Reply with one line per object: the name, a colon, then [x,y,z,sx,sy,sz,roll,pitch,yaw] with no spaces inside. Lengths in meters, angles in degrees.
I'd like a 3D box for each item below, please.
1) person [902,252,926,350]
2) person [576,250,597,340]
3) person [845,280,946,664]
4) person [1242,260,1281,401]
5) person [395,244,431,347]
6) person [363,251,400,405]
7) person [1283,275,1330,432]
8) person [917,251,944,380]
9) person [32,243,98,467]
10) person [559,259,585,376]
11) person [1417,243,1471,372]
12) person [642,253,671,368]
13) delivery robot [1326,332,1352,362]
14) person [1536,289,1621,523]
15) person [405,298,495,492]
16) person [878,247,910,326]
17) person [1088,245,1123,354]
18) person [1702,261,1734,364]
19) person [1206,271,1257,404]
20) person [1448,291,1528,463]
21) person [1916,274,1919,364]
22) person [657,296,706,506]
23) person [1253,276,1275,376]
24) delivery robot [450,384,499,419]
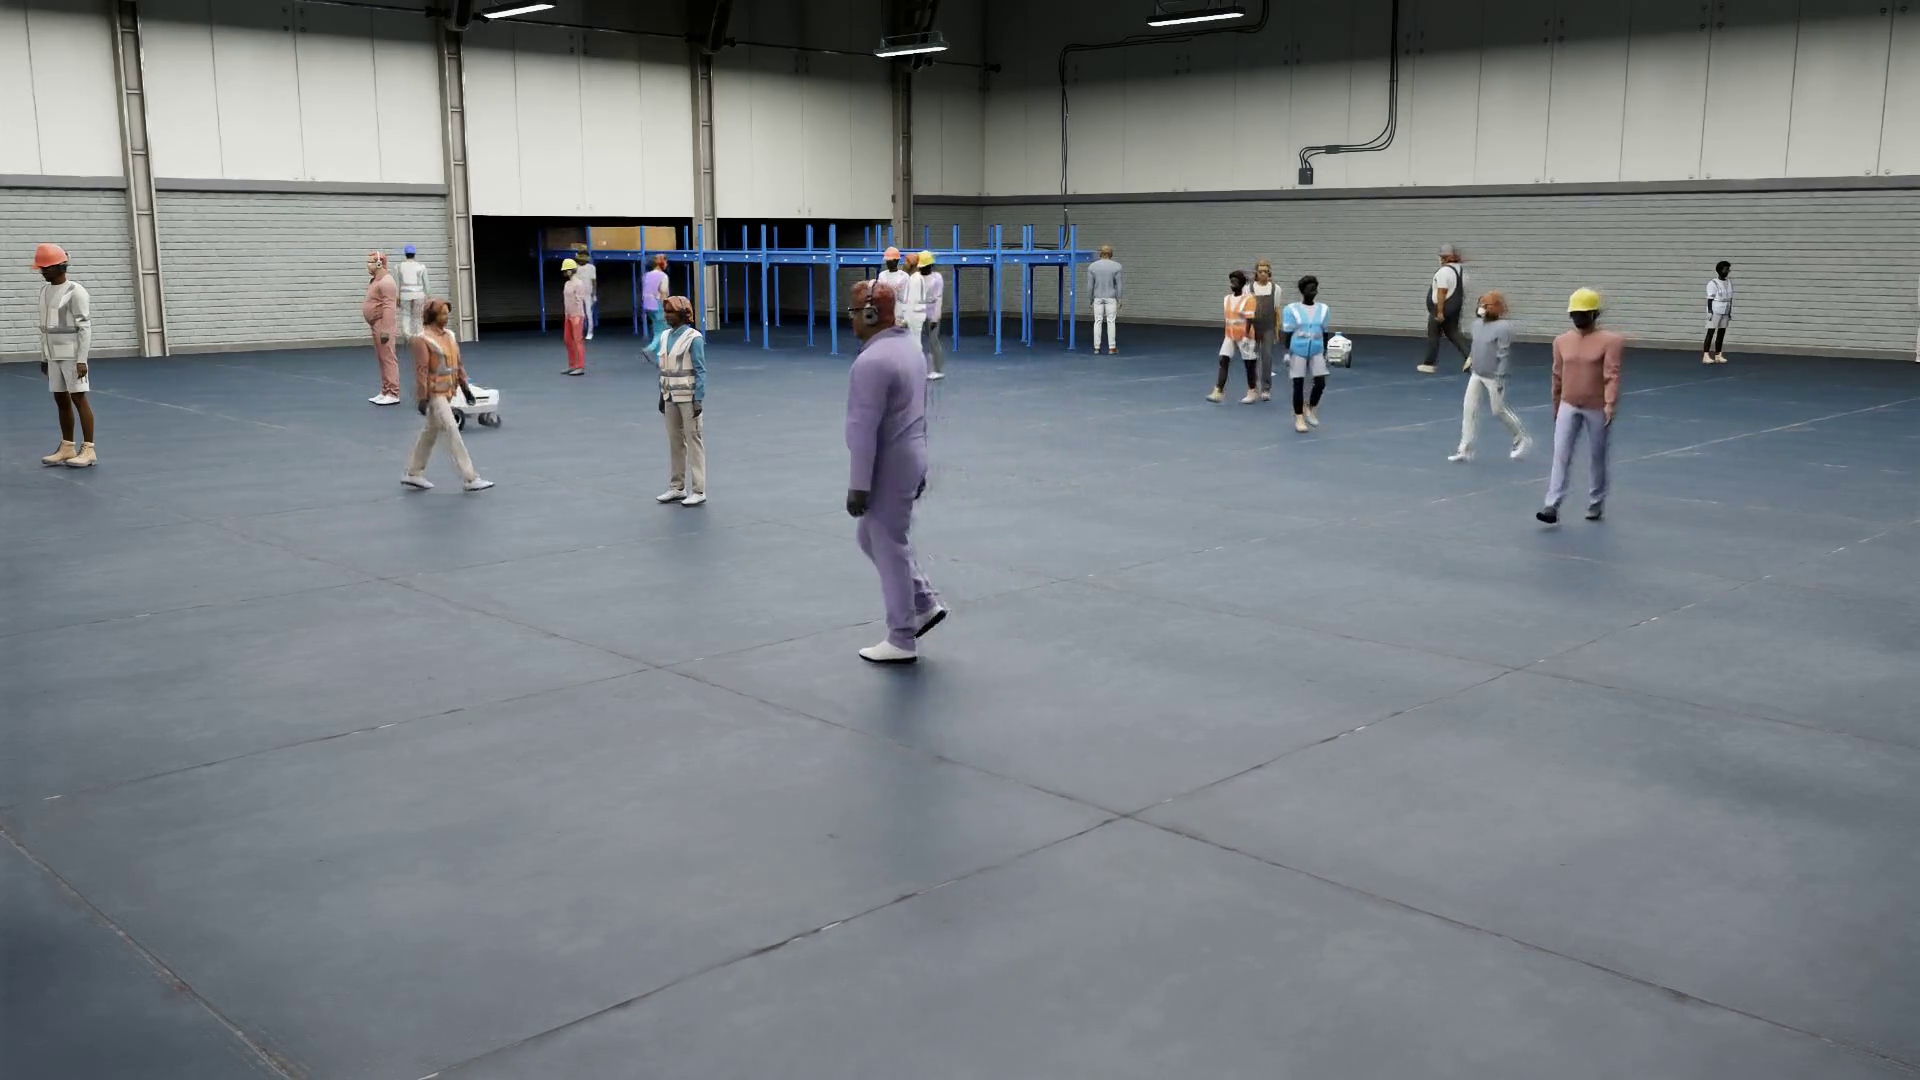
person: [-0.717,-3.128,23.540,0.479,1.871,0.592,0,10,-2]
person: [-7.621,-4.946,33.630,0.556,1.815,0.995,0,10,-2]
person: [-0.373,-0.334,8.263,0.434,1.891,0.662,2,11,13]
person: [3.880,-2.720,21.562,0.527,1.796,0.979,1,10,5]
person: [-10.313,-4.598,31.370,0.630,1.942,0.415,-1,10,-5]
person: [-7.288,-2.666,20.933,0.410,1.909,0.642,-6,12,-29]
person: [3.743,-2.014,17.980,0.539,1.686,0.360,-1,10,-6]
person: [-0.541,-3.267,24.296,0.844,1.867,0.669,-10,14,-43]
person: [-8.233,-1.689,15.256,0.604,2.034,0.386,5,12,26]
person: [-5.905,-3.396,25.338,0.329,1.760,0.529,-8,13,-37]
person: [7.582,-3.588,25.712,0.686,2.000,0.888,-9,14,-41]
person: [-4.871,-3.669,26.632,0.536,1.822,0.562,-10,14,-43]
delivery robot: [6.151,-3.138,27.055,0.477,0.478,0.707,4,11,22]
person: [4.572,-0.976,12.224,0.537,1.717,0.902,8,13,39]
person: [-4.298,-1.199,13.779,0.860,1.596,0.523,2,11,9]
person: [-0.989,-3.302,24.335,0.550,1.943,0.391,5,12,27]
person: [2.604,-4.306,29.791,0.635,1.936,0.354,3,11,16]
person: [12.579,-3.774,27.568,0.530,1.689,0.321,-5,11,-24]
person: [3.434,-2.526,20.830,0.843,1.659,0.551,-9,14,-42]
person: [5.016,-1.539,15.634,0.777,1.608,0.509,-5,11,-25]
person: [16.047,-3.842,27.344,0.401,1.910,0.641,-1,10,-7]
person: [-2.196,-1.100,13.122,0.524,1.639,0.306,10,14,42]
person: [4.555,-3.300,25.134,0.279,1.633,0.499,-9,14,-41]
delivery robot: [-5.470,-1.544,18.361,0.707,0.478,0.477,-9,14,-39]
